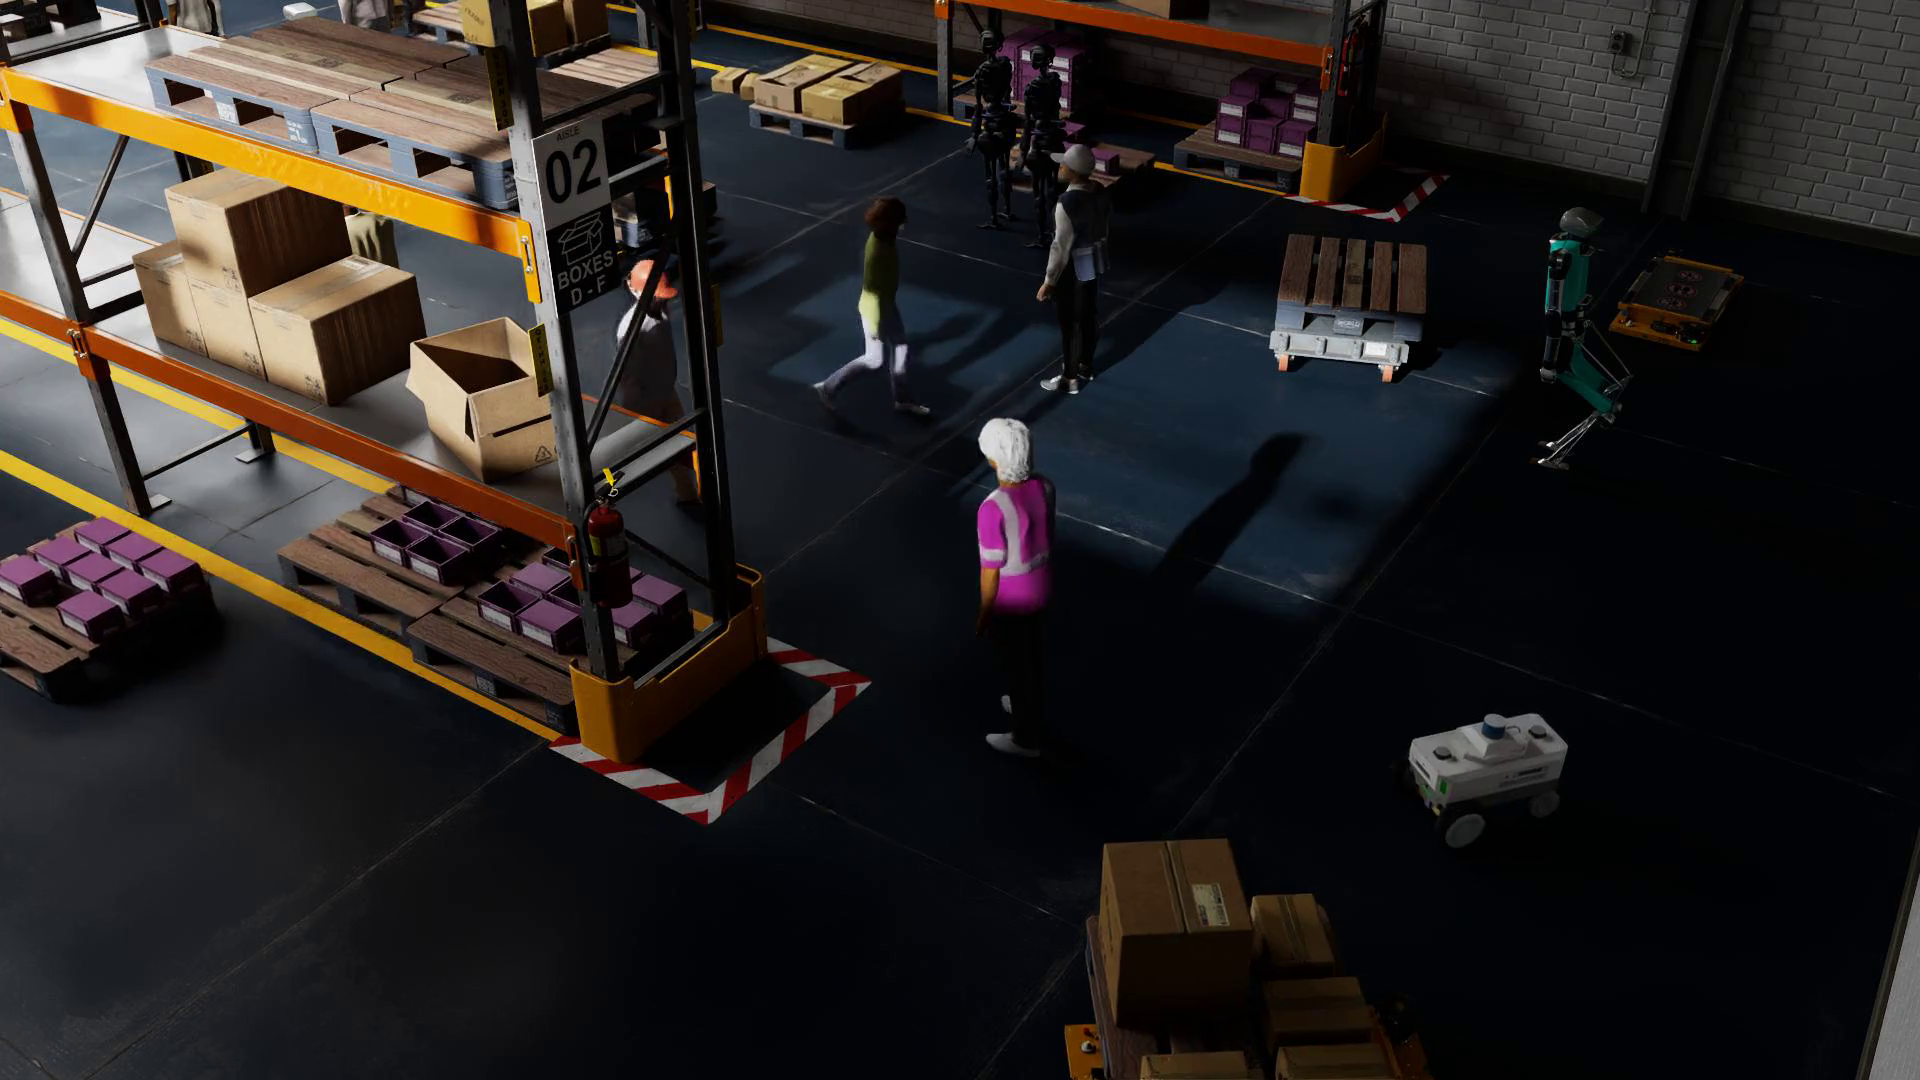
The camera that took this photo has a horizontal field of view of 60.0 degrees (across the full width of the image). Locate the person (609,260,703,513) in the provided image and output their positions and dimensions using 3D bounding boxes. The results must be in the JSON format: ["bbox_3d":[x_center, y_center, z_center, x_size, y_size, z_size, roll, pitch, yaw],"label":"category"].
[{"bbox_3d":[-1.896,-0.897,9.921,0.691,1.718,0.593,7,34,11],"label":"person"}]

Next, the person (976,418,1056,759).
[{"bbox_3d":[0.266,0.248,8.073,0.469,1.832,0.514,23,40,31],"label":"person"}]

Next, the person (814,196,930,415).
[{"bbox_3d":[-0.592,-1.533,11.006,0.697,1.598,0.535,5,33,8],"label":"person"}]

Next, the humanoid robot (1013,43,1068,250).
[{"bbox_3d":[0.664,-3.187,13.468,0.315,1.657,0.599,20,38,27],"label":"humanoid robot"}]

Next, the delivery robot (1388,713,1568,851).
[{"bbox_3d":[2.483,1.102,7.934,0.817,0.613,0.499,-10,34,-15],"label":"delivery robot"}]

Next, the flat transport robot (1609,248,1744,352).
[{"bbox_3d":[5.497,-1.843,12.706,0.659,0.231,1.431,20,38,27],"label":"flat transport robot"}]

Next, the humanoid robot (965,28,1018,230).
[{"bbox_3d":[0.276,-3.416,13.819,0.315,1.657,0.599,20,38,27],"label":"humanoid robot"}]

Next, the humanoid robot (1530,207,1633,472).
[{"bbox_3d":[3.883,-1.182,10.221,0.735,1.677,0.533,20,38,27],"label":"humanoid robot"}]

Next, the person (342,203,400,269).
[{"bbox_3d":[-3.919,-1.598,10.967,0.328,1.750,0.568,20,38,27],"label":"person"}]

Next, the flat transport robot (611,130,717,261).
[{"bbox_3d":[-2.763,-2.661,13.963,0.659,0.231,1.431,20,38,27],"label":"flat transport robot"}]

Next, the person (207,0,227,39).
[{"bbox_3d":[-8.434,-6.363,18.167,0.356,1.892,0.575,20,38,27],"label":"person"}]

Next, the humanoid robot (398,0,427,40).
[{"bbox_3d":[-6.183,-6.334,18.328,0.514,1.623,0.629,14,36,20],"label":"humanoid robot"}]

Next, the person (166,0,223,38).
[{"bbox_3d":[-7.271,-4.815,15.807,0.325,1.871,0.521,20,38,27],"label":"person"}]

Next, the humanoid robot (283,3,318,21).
[{"bbox_3d":[-5.221,-3.611,13.955,0.735,1.677,0.533,20,38,27],"label":"humanoid robot"}]

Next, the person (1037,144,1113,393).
[{"bbox_3d":[0.799,-1.843,11.338,0.417,1.759,0.762,20,38,27],"label":"person"}]

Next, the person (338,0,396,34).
[{"bbox_3d":[-5.726,-5.050,16.106,0.369,1.939,0.632,20,38,27],"label":"person"}]

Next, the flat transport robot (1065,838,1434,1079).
[{"bbox_3d":[1.163,2.133,6.595,1.431,0.231,0.659,-2,33,-3],"label":"flat transport robot"}]
